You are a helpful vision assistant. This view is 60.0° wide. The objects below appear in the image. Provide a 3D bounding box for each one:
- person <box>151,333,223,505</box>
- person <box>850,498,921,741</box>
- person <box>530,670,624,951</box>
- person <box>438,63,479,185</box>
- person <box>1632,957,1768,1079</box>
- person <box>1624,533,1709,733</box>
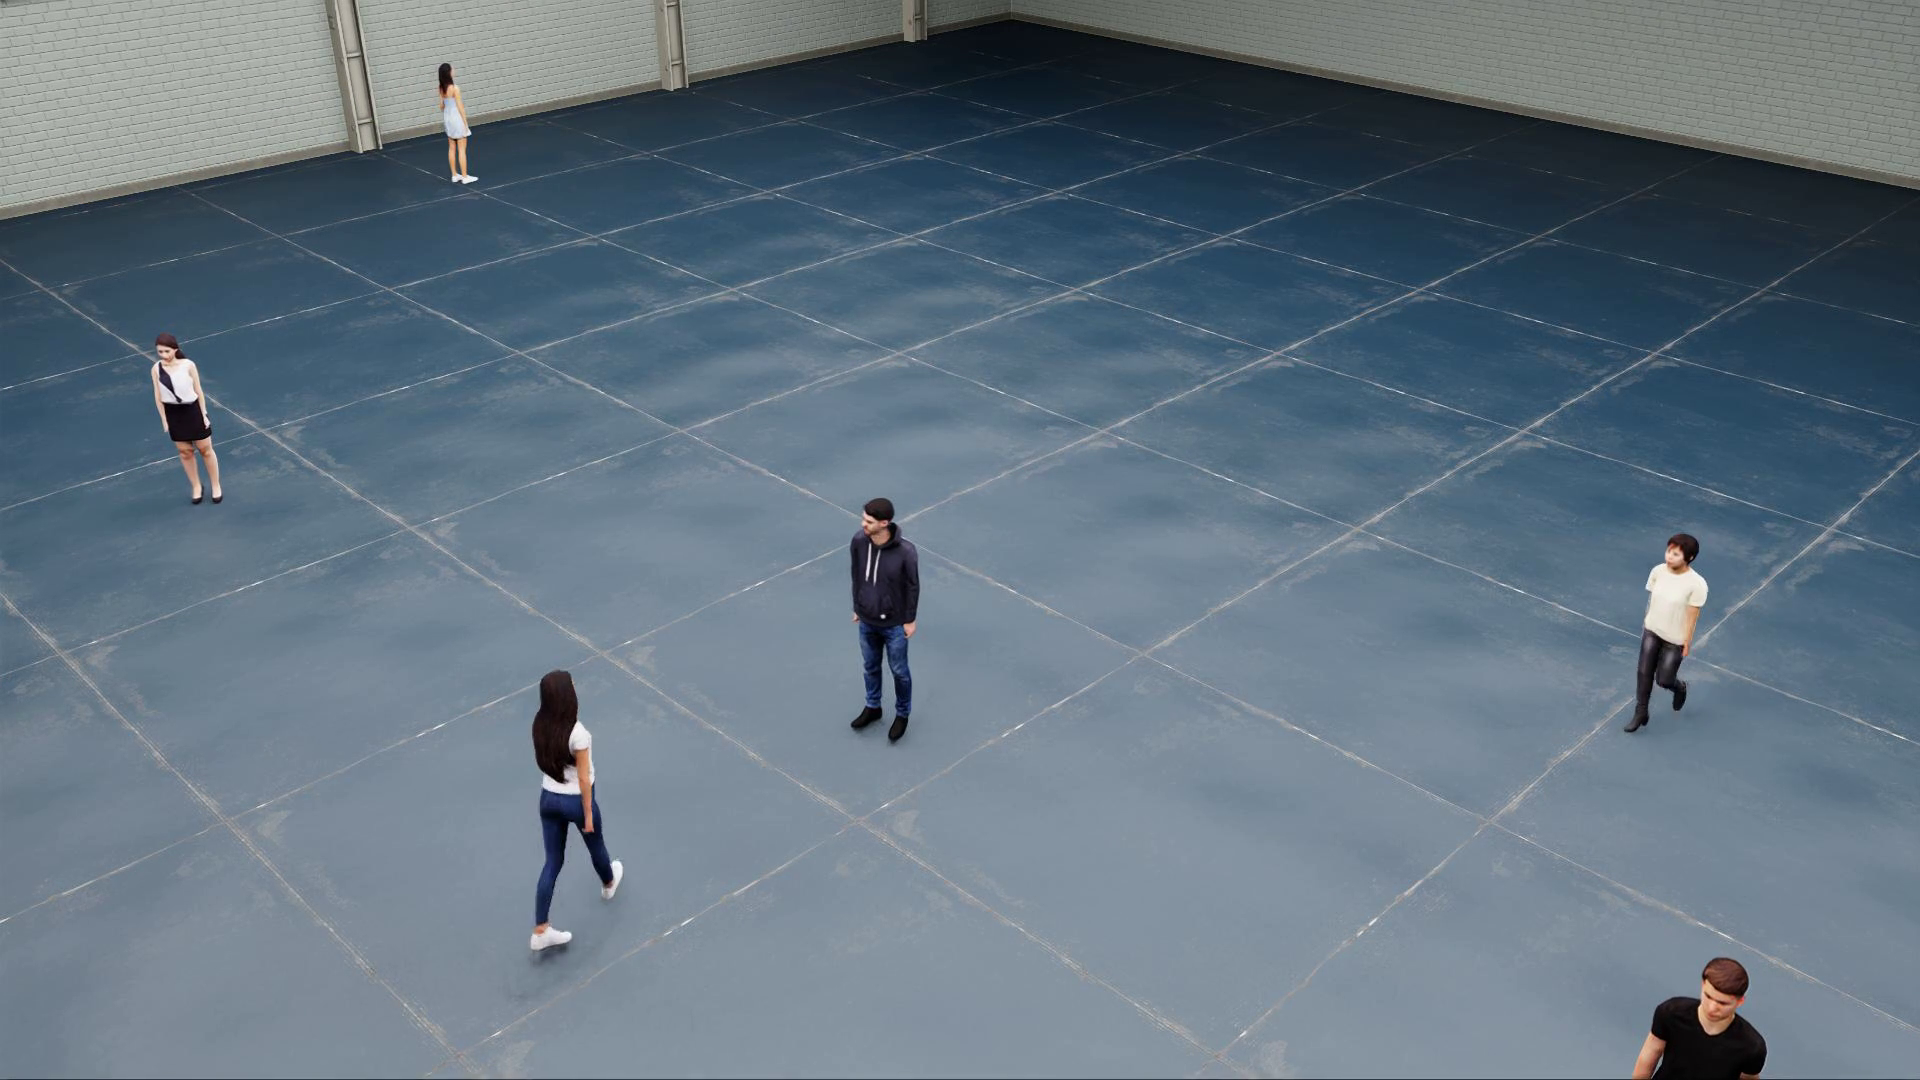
[{"bbox_3d":[-6.984,-1.101,15.014,0.588,1.649,0.691,-7,29,-13],"label":"person"},{"bbox_3d":[-0.525,0.521,11.712,0.732,1.890,0.679,14,31,25],"label":"person"},{"bbox_3d":[-2.362,1.628,9.800,0.826,1.734,1.167,18,33,30],"label":"person"},{"bbox_3d":[-7.397,-6.099,24.313,0.643,1.730,0.618,14,31,25],"label":"person"},{"bbox_3d":[3.372,2.669,7.710,0.713,1.861,0.649,18,33,29],"label":"person"},{"bbox_3d":[5.051,0.662,11.781,0.798,1.577,0.678,-17,33,-29],"label":"person"}]
